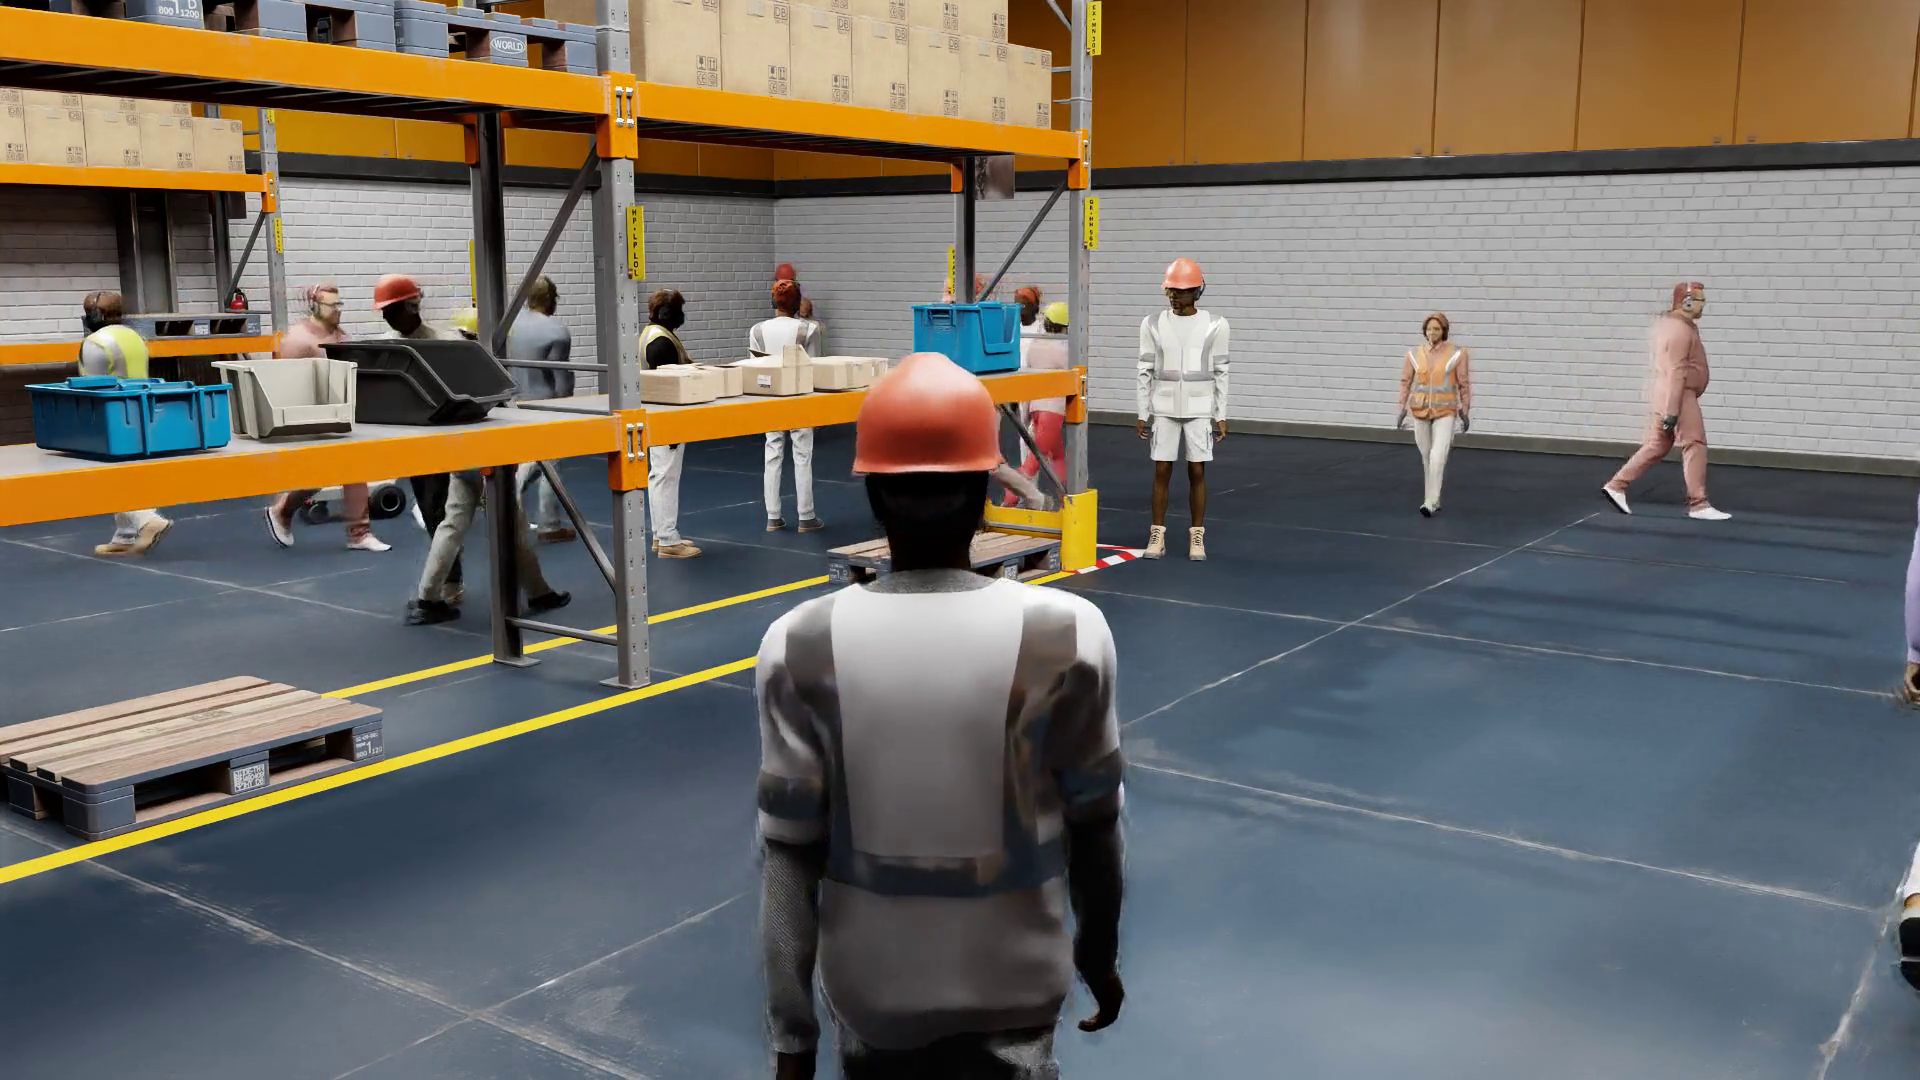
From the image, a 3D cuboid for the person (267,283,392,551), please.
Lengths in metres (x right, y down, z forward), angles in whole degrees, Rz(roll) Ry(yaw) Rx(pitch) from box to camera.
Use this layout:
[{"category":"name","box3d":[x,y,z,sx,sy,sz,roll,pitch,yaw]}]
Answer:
[{"category":"person","box3d":[-4.432,-0.843,11.550,0.835,1.879,0.653,3,10,18]}]

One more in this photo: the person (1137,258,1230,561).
[{"category":"person","box3d":[1.494,-0.864,11.192,0.615,2.036,0.392,2,10,12]}]

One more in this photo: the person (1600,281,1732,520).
[{"category":"person","box3d":[5.581,-1.098,13.084,0.913,1.875,0.641,2,10,11]}]

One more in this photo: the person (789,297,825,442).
[{"category":"person","box3d":[-1.736,-1.869,18.388,0.537,1.633,0.397,-5,11,-28]}]

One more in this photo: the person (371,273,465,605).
[{"category":"person","box3d":[-3.141,-0.583,9.776,0.636,1.943,0.734,2,10,14]}]

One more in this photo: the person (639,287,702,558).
[{"category":"person","box3d":[-1.991,-0.799,11.395,0.429,1.844,0.627,-3,10,-16]}]

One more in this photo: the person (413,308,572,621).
[{"category":"person","box3d":[-2.716,-0.430,9.400,0.591,1.789,0.935,9,13,43]}]

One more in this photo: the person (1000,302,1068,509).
[{"category":"person","box3d":[0.659,-1.001,13.000,0.956,1.708,0.514,-6,11,-32]}]

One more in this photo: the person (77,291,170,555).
[{"category":"person","box3d":[-5.702,-0.775,11.296,0.497,1.822,0.647,0,10,3]}]

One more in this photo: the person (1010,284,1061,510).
[{"category":"person","box3d":[0.718,-1.166,13.590,0.790,1.844,0.614,-5,11,-28]}]

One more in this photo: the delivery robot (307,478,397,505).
[{"category":"delivery robot","box3d":[-4.803,-0.482,13.047,0.707,0.478,0.477,-8,12,-38]}]

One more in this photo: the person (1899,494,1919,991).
[{"category":"person","box3d":[2.824,0.335,4.426,0.709,1.917,0.637,-8,13,-40]}]

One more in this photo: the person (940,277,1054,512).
[{"category":"person","box3d":[0.232,-0.934,11.861,0.793,1.960,0.638,-3,10,-15]}]

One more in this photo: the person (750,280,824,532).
[{"category":"person","box3d":[-1.276,-0.992,12.421,0.575,1.883,0.355,3,10,15]}]

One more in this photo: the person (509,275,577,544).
[{"category":"person","box3d":[-3.008,-0.905,11.778,0.639,1.922,0.534,7,12,36]}]

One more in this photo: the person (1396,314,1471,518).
[{"category":"person","box3d":[3.690,-0.968,13.073,0.544,1.597,0.839,6,11,33]}]

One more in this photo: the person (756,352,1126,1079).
[{"category":"person","box3d":[-0.036,0.668,2.518,0.547,1.896,0.979,1,10,9]}]

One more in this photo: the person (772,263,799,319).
[{"category":"person","box3d":[-2.231,-2.655,22.014,0.479,1.989,0.792,-1,10,-4]}]

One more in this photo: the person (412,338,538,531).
[{"category":"person","box3d":[-3.684,-0.851,12.477,0.901,1.586,0.507,2,10,12]}]
